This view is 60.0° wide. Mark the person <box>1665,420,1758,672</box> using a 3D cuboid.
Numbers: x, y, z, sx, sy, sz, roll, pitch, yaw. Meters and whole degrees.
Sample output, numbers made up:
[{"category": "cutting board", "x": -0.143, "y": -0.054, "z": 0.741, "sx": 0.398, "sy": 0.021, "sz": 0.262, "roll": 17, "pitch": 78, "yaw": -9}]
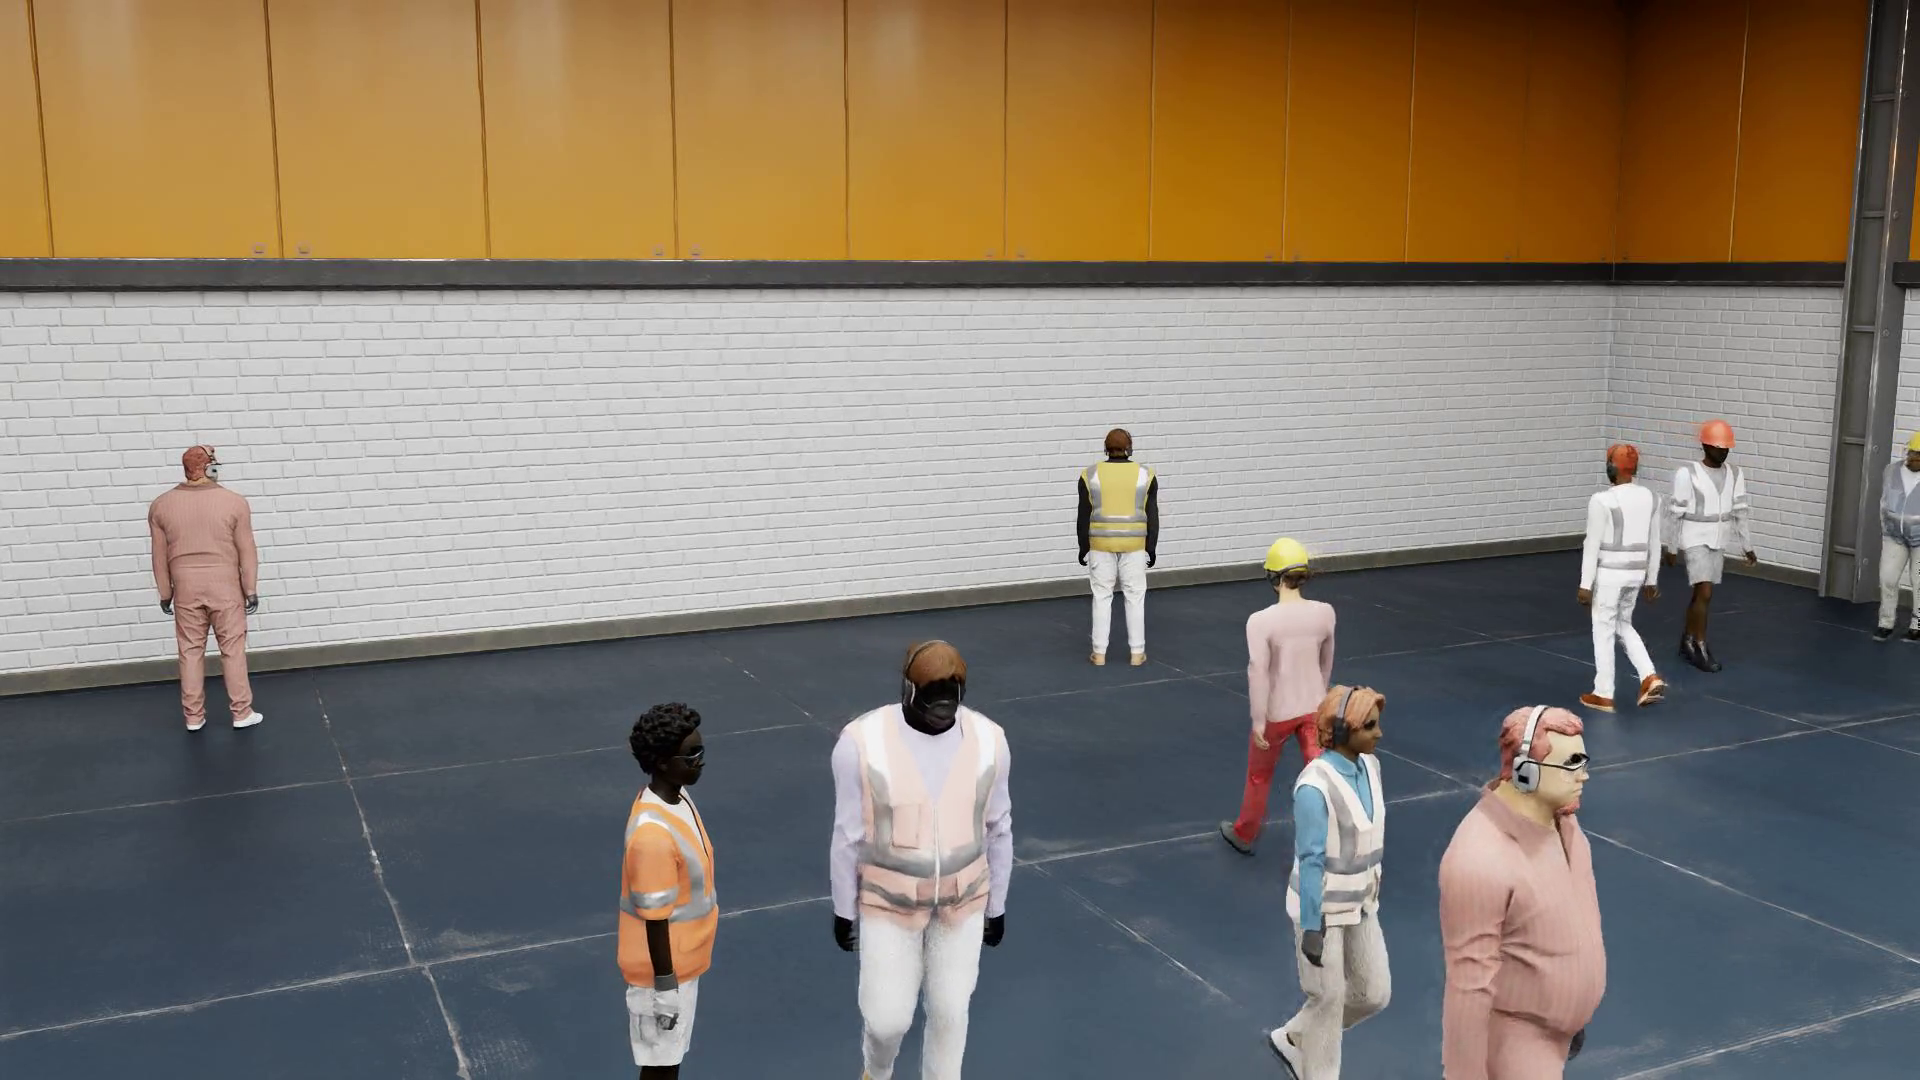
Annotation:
[{"category": "person", "x": 5.770, "y": 0.041, "z": 12.704, "sx": 0.565, "sy": 1.903, "sz": 0.786, "roll": -2, "pitch": 9, "yaw": -14}]

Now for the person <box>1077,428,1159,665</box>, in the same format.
[{"category": "person", "x": 1.216, "y": 0.055, "z": 12.853, "sx": 0.631, "sy": 1.840, "sz": 0.428, "roll": 1, "pitch": 9, "yaw": 3}]

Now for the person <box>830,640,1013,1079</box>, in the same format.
[{"category": "person", "x": -0.127, "y": 1.221, "z": 5.643, "sx": 0.637, "sy": 1.829, "sz": 0.495, "roll": -2, "pitch": 9, "yaw": -15}]

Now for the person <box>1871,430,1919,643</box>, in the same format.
[{"category": "person", "x": 7.732, "y": -0.024, "z": 13.485, "sx": 0.668, "sy": 1.785, "sz": 0.611, "roll": -7, "pitch": 12, "yaw": -38}]

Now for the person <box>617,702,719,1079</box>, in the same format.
[{"category": "person", "x": -0.924, "y": 1.344, "z": 5.296, "sx": 0.317, "sy": 1.695, "sz": 0.540, "roll": -1, "pitch": 9, "yaw": -5}]

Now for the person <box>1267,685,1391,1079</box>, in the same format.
[{"category": "person", "x": 1.295, "y": 1.296, "z": 5.825, "sx": 0.409, "sy": 1.628, "sz": 0.517, "roll": 8, "pitch": 12, "yaw": 42}]

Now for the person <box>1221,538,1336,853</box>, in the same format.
[{"category": "person", "x": 1.647, "y": 0.846, "z": 8.338, "sx": 0.525, "sy": 1.716, "sz": 0.953, "roll": -3, "pitch": 10, "yaw": -17}]

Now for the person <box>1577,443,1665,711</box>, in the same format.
[{"category": "person", "x": 4.540, "y": 0.274, "z": 11.399, "sx": 0.588, "sy": 1.873, "sz": 0.472, "roll": -4, "pitch": 10, "yaw": -23}]

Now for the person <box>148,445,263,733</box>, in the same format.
[{"category": "person", "x": -4.966, "y": 0.321, "z": 11.001, "sx": 0.644, "sy": 1.904, "sz": 0.399, "roll": -1, "pitch": 9, "yaw": -8}]

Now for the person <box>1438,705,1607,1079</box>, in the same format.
[{"category": "person", "x": 1.519, "y": 1.356, "z": 4.690, "sx": 0.876, "sy": 1.879, "sz": 0.650, "roll": 7, "pitch": 12, "yaw": 37}]
